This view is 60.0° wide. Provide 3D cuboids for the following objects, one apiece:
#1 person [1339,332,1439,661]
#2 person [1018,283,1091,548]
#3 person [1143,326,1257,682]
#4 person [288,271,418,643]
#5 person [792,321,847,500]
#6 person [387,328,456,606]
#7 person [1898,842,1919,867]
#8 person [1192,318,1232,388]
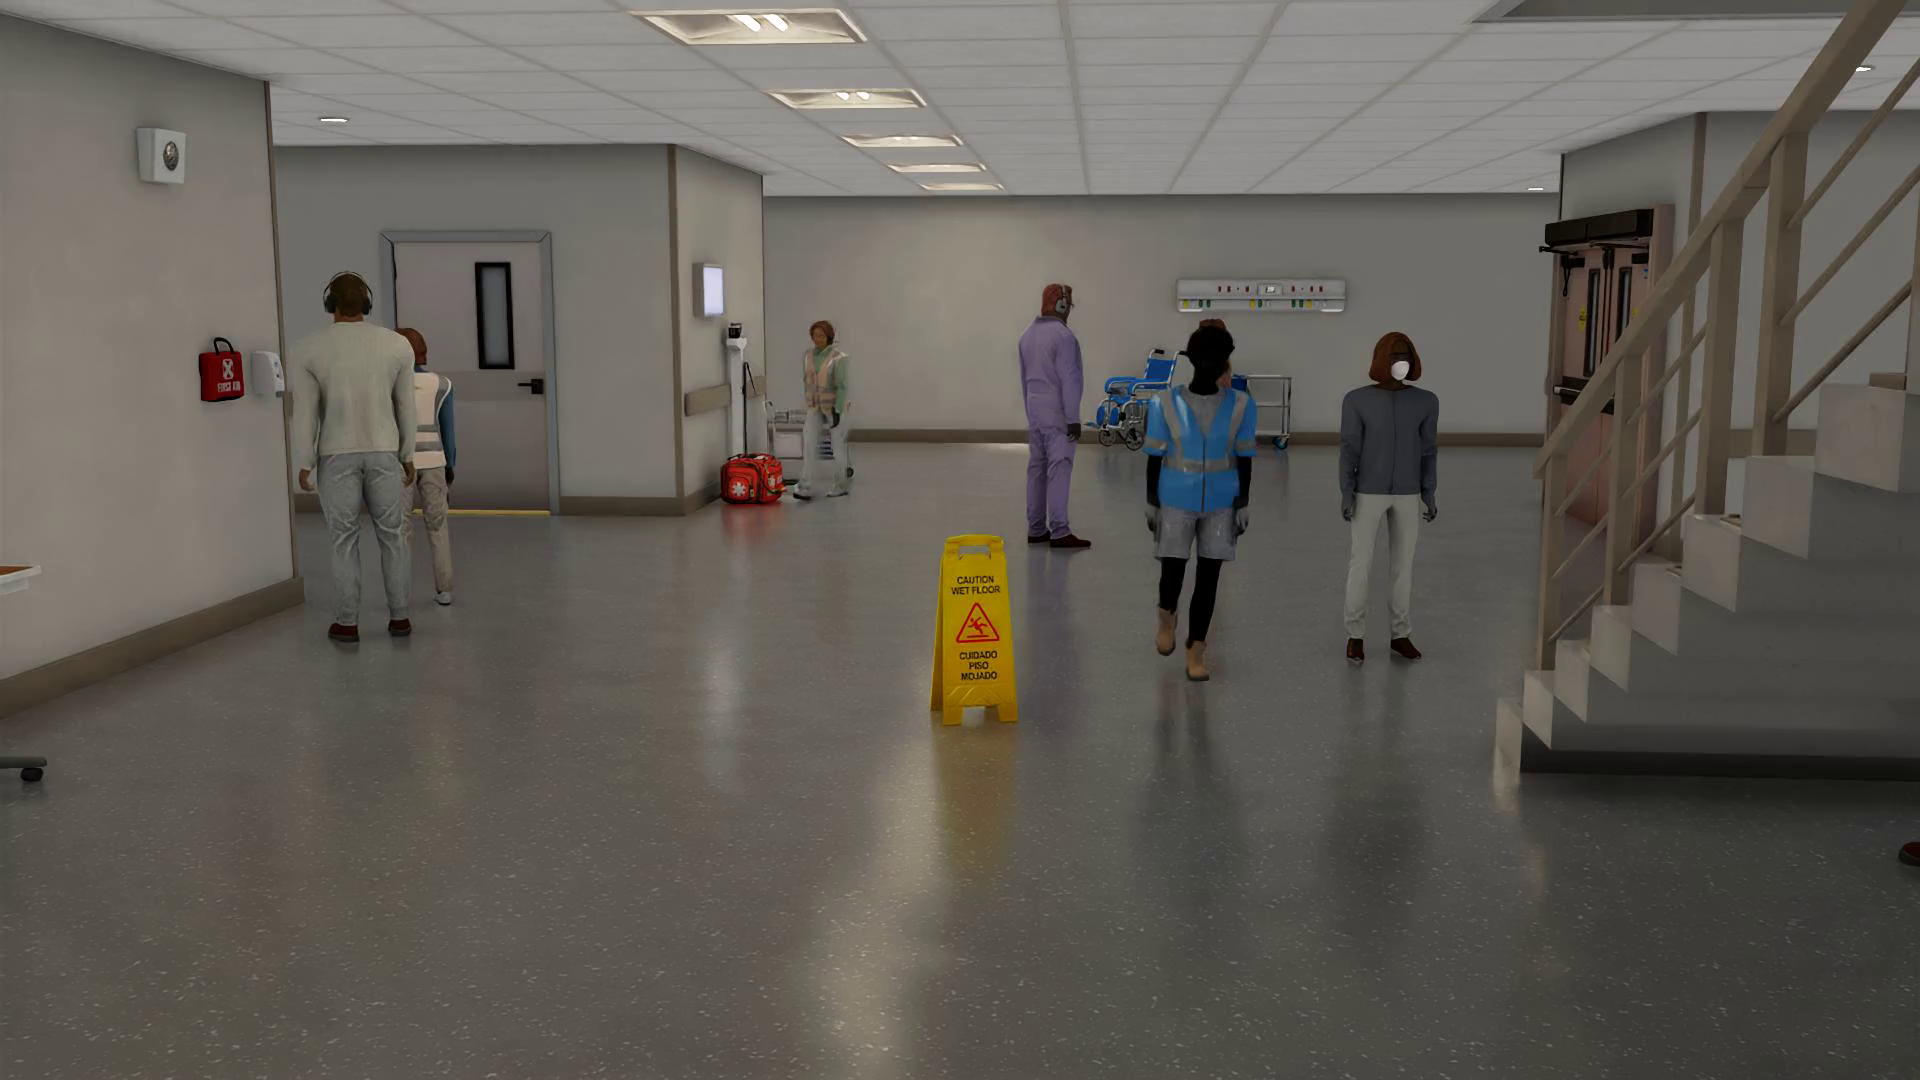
[{"bbox_3d":[2.133,-0.214,8.285,0.501,1.636,0.280,-1,8,-5],"label":"person"},{"bbox_3d":[0.694,-0.898,12.040,0.409,1.903,0.639,-5,10,-29],"label":"person"},{"bbox_3d":[1.126,-0.181,7.899,0.525,1.679,0.447,0,8,0],"label":"person"},{"bbox_3d":[-3.165,-0.430,8.733,0.629,1.940,0.378,-5,10,-30],"label":"person"},{"bbox_3d":[-1.213,-1.142,14.728,0.510,1.585,0.801,4,9,26],"label":"person"},{"bbox_3d":[-3.169,-0.413,9.665,0.509,1.629,0.315,-7,11,-39],"label":"person"},{"bbox_3d":[3.122,0.122,5.018,0.371,1.932,0.626,2,9,12],"label":"person"},{"bbox_3d":[1.967,-0.903,12.960,0.308,1.639,0.524,-1,8,-6],"label":"person"}]
